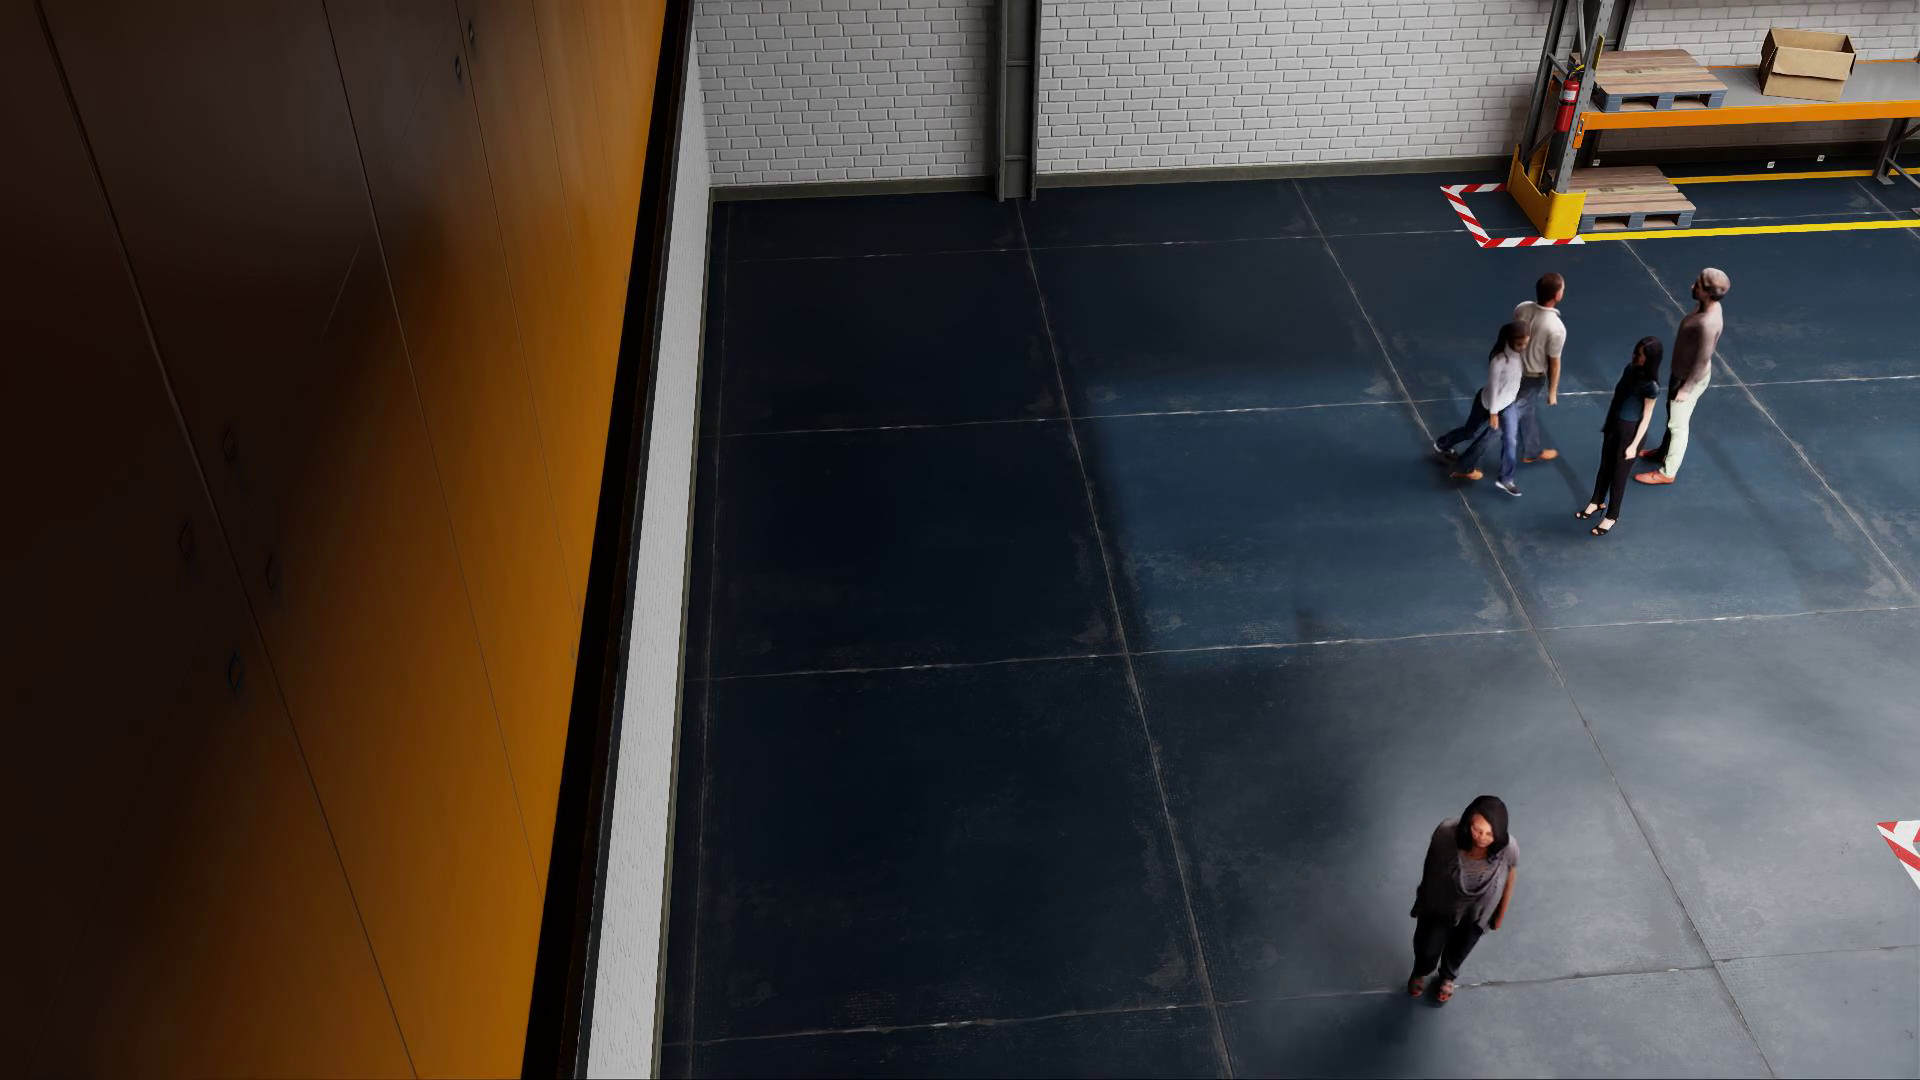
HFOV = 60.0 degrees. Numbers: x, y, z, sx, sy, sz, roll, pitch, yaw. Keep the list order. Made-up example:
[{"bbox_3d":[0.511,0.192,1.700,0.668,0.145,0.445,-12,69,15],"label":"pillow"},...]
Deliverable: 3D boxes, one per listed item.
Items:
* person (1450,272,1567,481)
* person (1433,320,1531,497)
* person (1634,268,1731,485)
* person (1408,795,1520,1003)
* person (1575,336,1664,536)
[{"bbox_3d":[4.343,-1.225,13.060,1.327,1.806,0.895,-13,40,-15],"label":"person"},{"bbox_3d":[4.158,-1.111,13.145,1.060,1.522,0.910,-25,45,-28],"label":"person"},{"bbox_3d":[5.725,-1.286,13.084,0.721,1.871,0.760,11,40,13],"label":"person"},{"bbox_3d":[2.808,1.929,9.276,0.726,1.601,0.818,12,40,15],"label":"person"},{"bbox_3d":[5.028,-0.794,12.575,0.519,1.737,0.569,-7,39,-9],"label":"person"}]
